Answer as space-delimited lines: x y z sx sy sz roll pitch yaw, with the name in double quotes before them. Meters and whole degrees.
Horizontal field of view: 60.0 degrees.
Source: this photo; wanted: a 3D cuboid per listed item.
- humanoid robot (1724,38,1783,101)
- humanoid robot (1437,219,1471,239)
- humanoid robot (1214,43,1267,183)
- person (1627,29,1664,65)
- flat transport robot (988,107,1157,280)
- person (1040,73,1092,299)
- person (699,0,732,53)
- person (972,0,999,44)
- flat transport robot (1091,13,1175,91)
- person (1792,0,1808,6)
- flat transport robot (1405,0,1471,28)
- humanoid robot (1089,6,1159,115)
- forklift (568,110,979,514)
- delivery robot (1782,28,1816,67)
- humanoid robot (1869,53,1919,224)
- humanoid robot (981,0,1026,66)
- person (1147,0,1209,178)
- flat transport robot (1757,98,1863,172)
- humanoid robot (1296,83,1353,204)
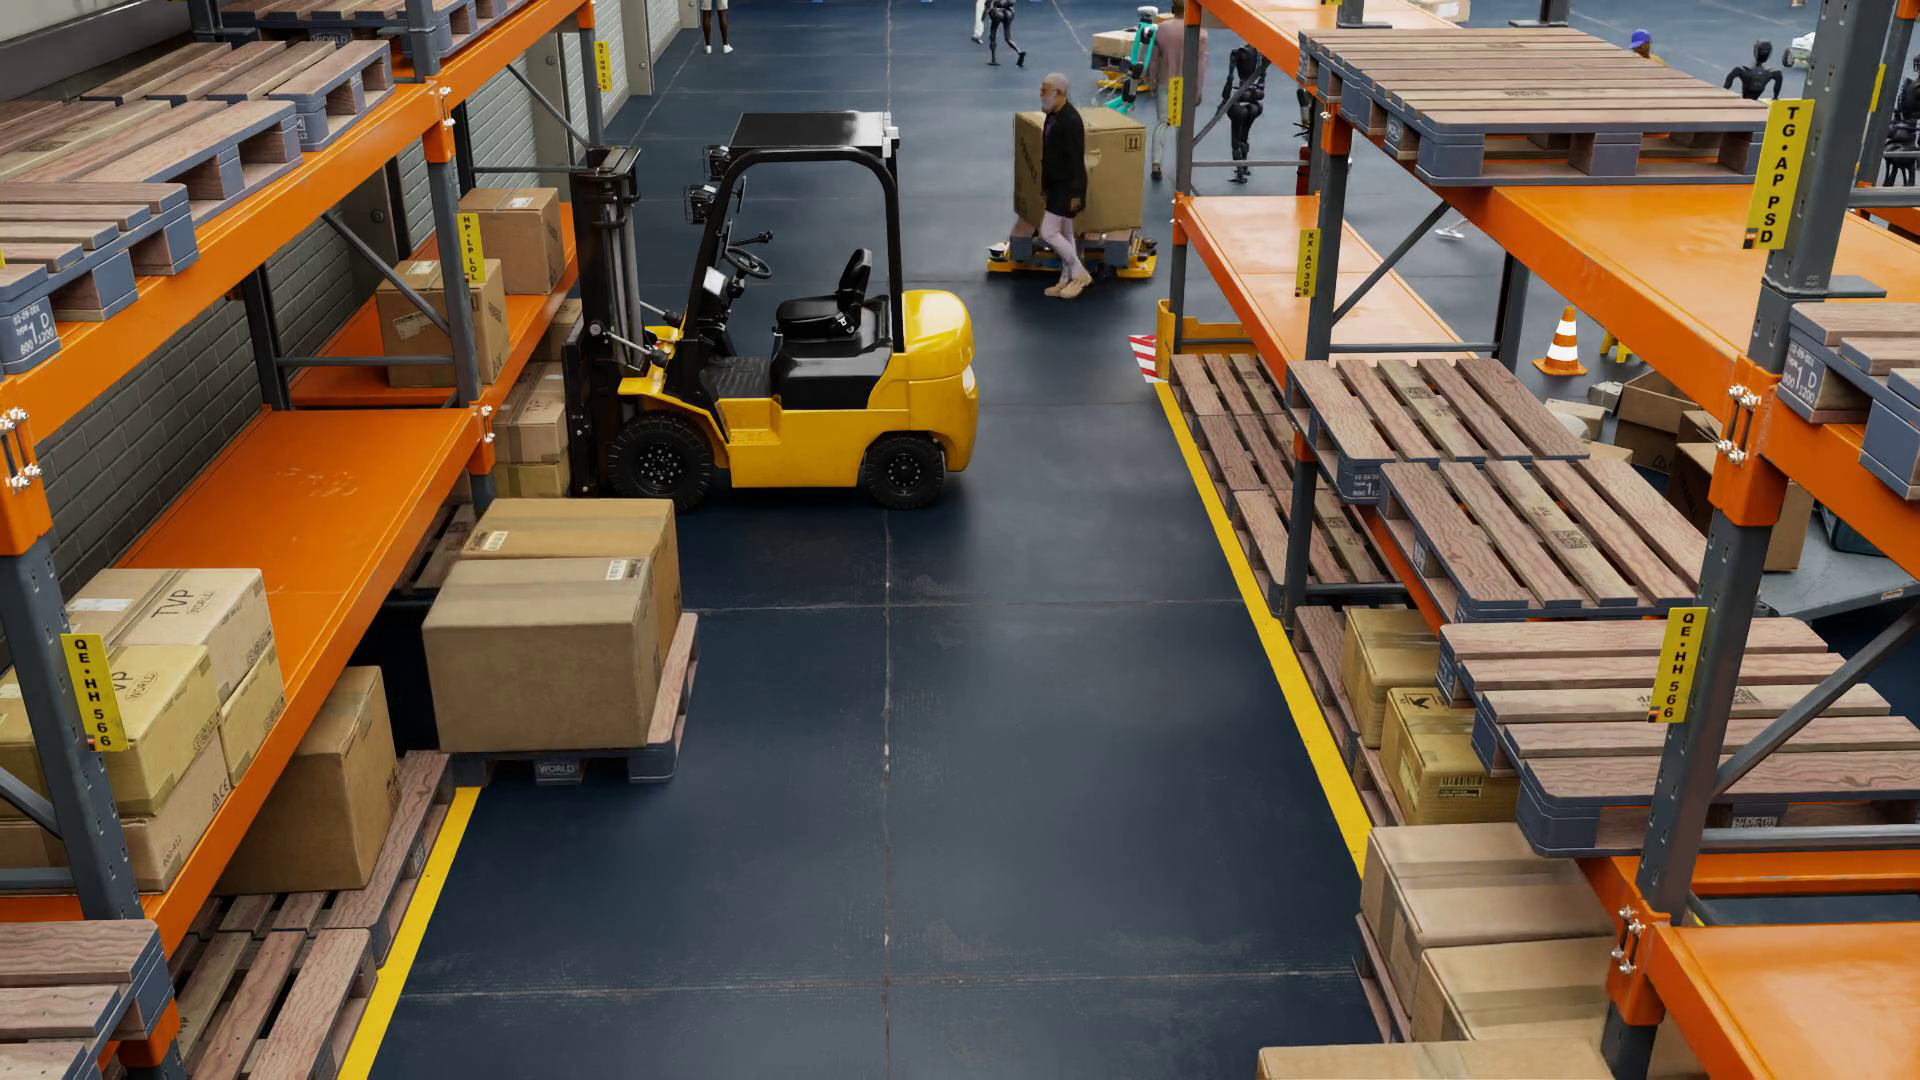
"humanoid robot" 7.643 -4.054 16.243 0.593 1.645 0.344 3 25 7
"humanoid robot" 4.909 -3.467 14.983 1.043 1.751 0.530 16 29 30
"humanoid robot" 2.940 -4.579 17.350 0.600 1.657 0.377 -17 30 -32
"person" 6.863 -4.262 16.681 0.637 1.671 0.422 3 25 6
"flat transport robot" 0.997 -2.501 14.601 1.431 0.231 0.659 4 26 9
"person" 0.824 -2.852 13.504 0.444 1.836 0.552 -5 26 -10
"person" -3.717 -8.287 24.944 0.546 1.898 0.370 -1 25 -3
"person" 0.424 -8.614 25.859 0.579 1.701 0.908 7 26 14
"flat transport robot" 2.576 -6.323 22.693 0.659 0.231 1.431 23 34 40
"person" 15.081 -10.465 29.580 0.541 1.878 0.456 23 34 39
"flat transport robot" 6.978 -7.714 25.640 1.431 0.231 0.659 -16 30 -30
"humanoid robot" 1.643 -4.753 17.665 0.856 1.764 0.533 2 25 4
"forklift" -1.043 -1.379 9.976 2.313 2.155 1.214 -1 25 -2
"delivery robot" 12.267 -7.045 23.892 0.802 0.598 0.499 -14 29 -28
"humanoid robot" 8.813 -3.723 15.561 0.424 1.643 0.589 -1 25 -1
"humanoid robot" 0.629 -7.627 23.824 0.621 1.642 0.594 23 33 39
"person" 2.289 -4.824 17.648 0.649 1.885 1.028 7 26 14
"flat transport robot" 8.875 -4.098 17.983 1.431 0.231 0.659 -5 26 -11
"humanoid robot" 3.621 -4.009 16.159 0.538 1.832 0.851 -23 34 -40
